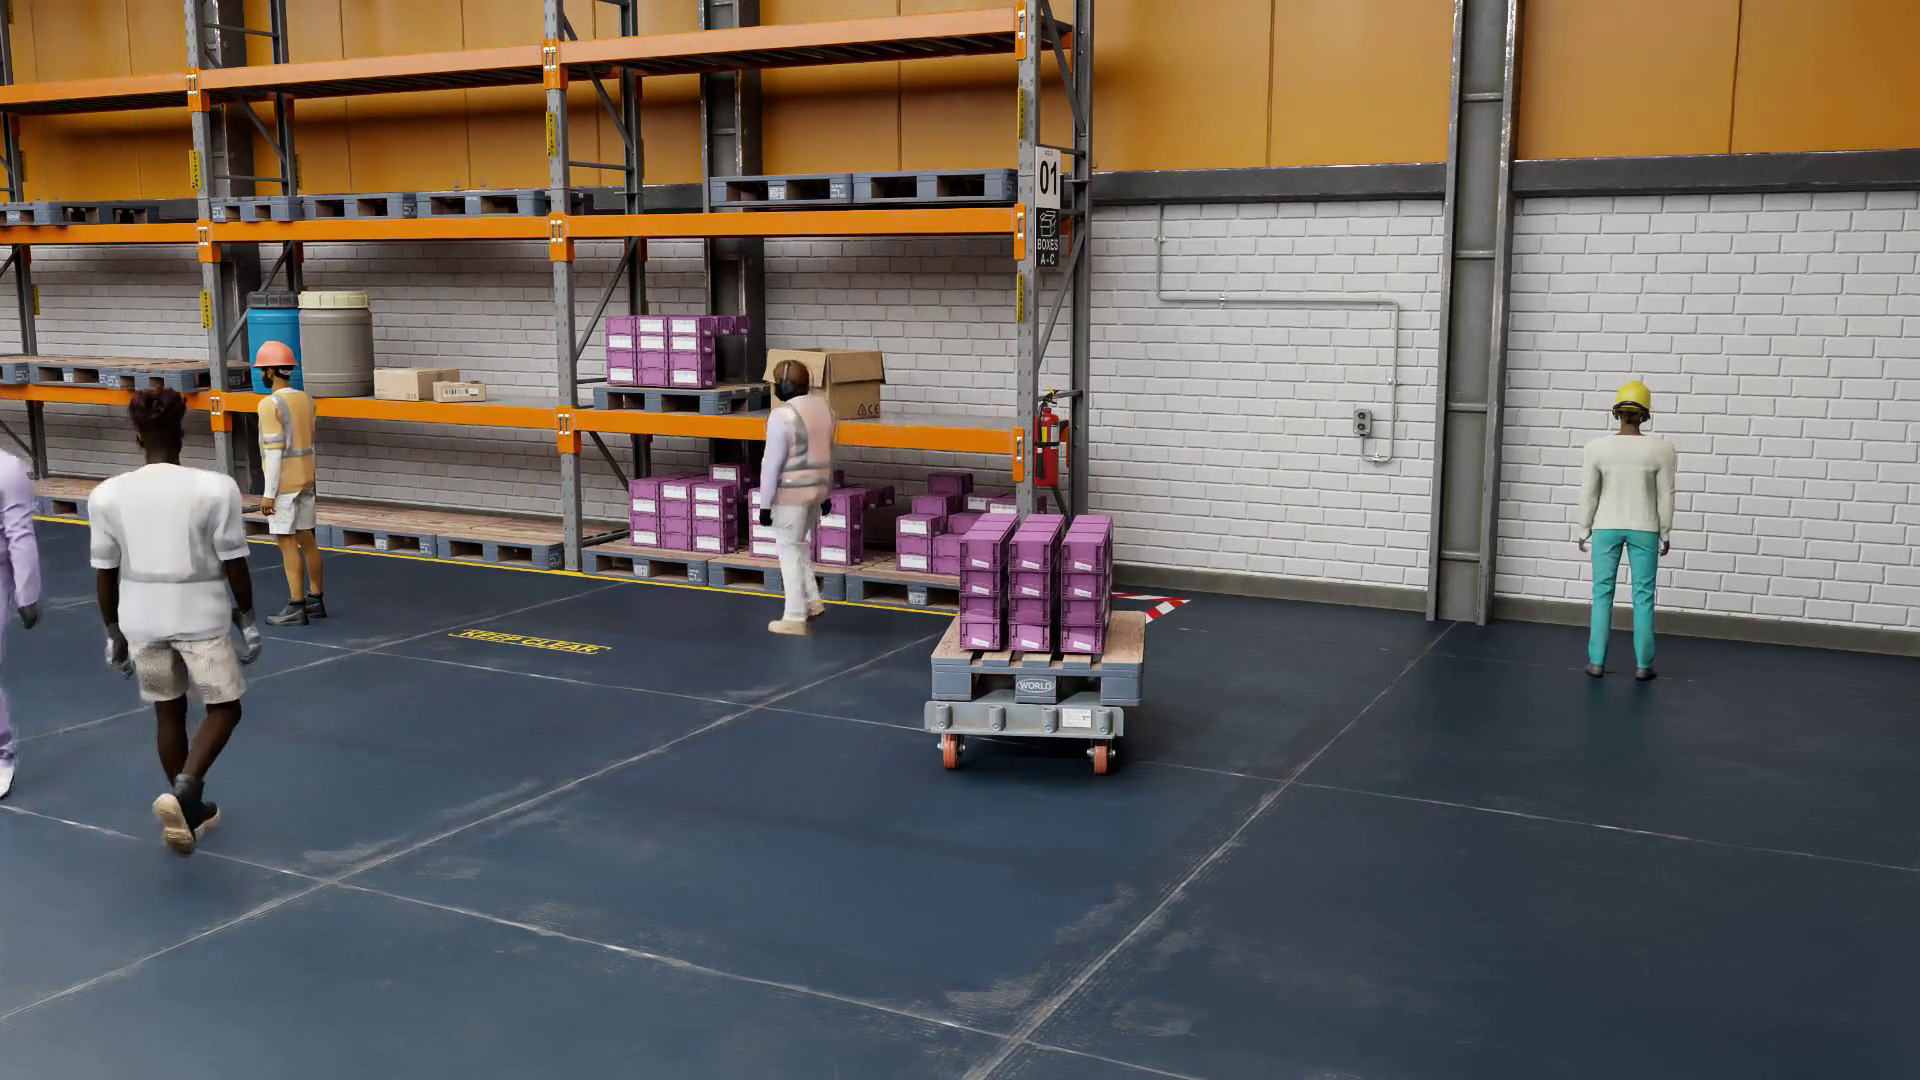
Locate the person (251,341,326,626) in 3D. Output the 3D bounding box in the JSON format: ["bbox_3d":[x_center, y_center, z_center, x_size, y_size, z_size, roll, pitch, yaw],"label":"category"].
[{"bbox_3d":[-4.595,-0.381,11.317,0.373,1.934,0.551,2,9,10],"label":"person"}]

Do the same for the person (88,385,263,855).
[{"bbox_3d":[-3.225,0.340,6.825,0.625,1.948,0.737,-1,9,-5],"label":"person"}]

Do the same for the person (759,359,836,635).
[{"bbox_3d":[-1.099,-0.279,11.022,0.463,1.827,0.660,5,11,30],"label":"person"}]

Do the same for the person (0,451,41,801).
[{"bbox_3d":[-4.583,0.259,7.547,0.651,1.886,0.604,0,9,1],"label":"person"}]

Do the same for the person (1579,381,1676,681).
[{"bbox_3d":[3.921,-0.051,9.805,0.523,1.769,0.323,4,10,23],"label":"person"}]
